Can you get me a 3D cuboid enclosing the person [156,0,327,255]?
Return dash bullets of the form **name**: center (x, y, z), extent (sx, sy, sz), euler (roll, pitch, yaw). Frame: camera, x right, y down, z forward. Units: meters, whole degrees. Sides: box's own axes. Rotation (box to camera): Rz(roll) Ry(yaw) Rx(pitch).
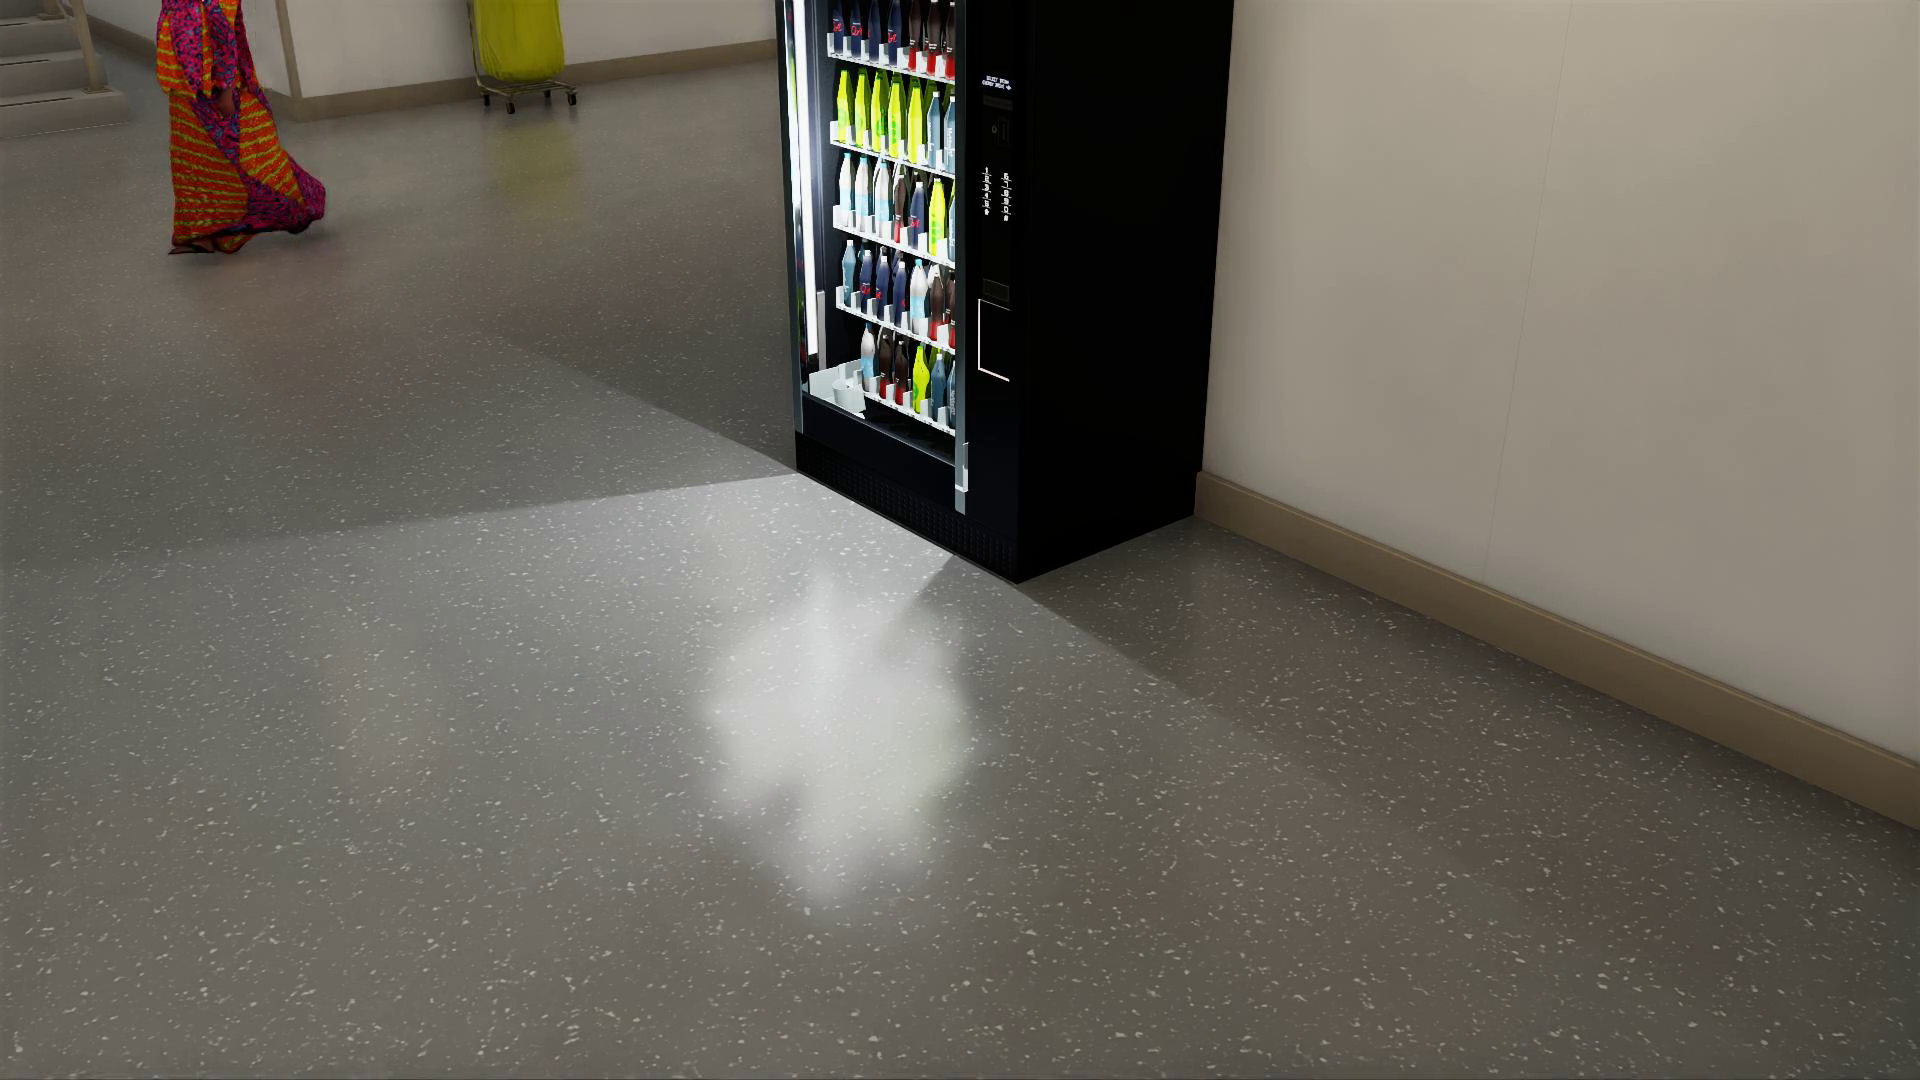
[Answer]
- **person**: center (-3.693, -2.287, 8.384), extent (1.133, 1.665, 0.949), euler (14, 29, 26)
